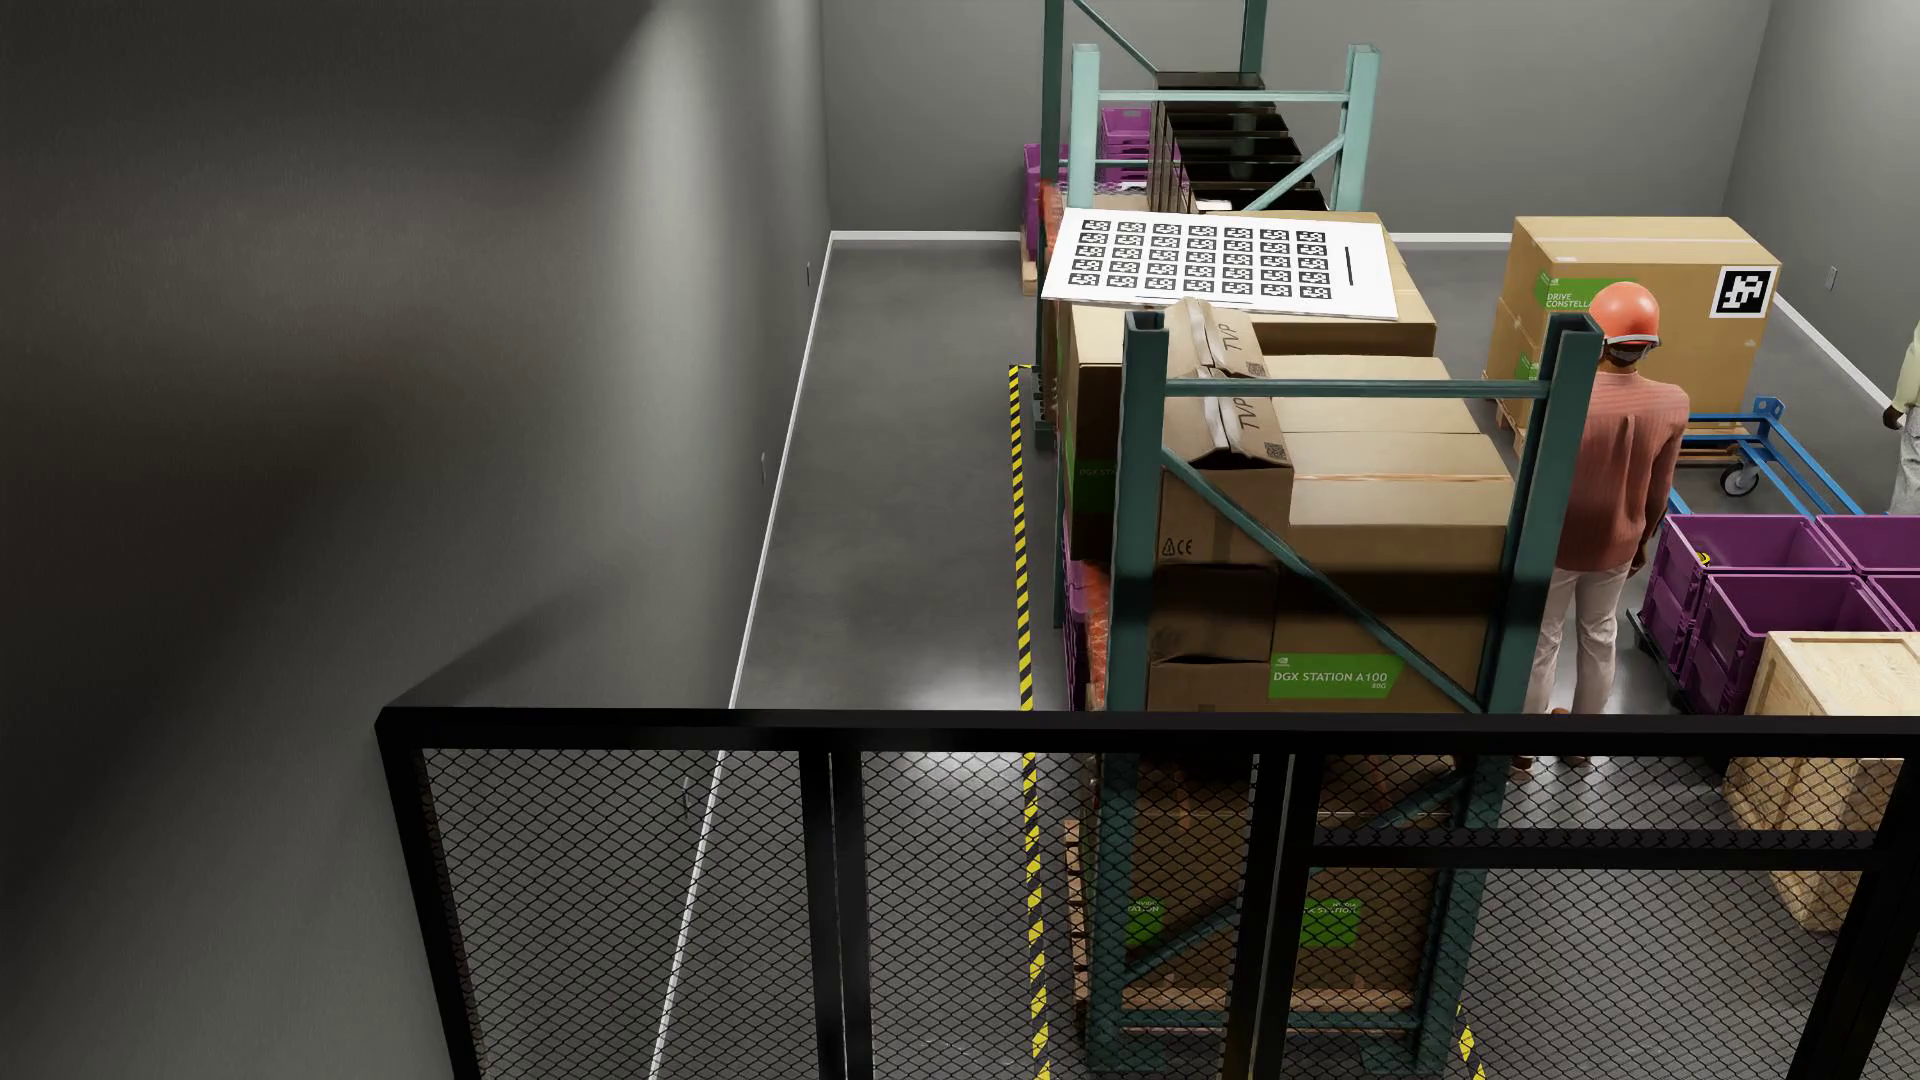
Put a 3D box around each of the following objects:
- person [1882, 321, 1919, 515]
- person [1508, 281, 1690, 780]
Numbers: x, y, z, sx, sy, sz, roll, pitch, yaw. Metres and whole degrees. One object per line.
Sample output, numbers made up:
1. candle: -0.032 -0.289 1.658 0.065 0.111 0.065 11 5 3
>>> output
1. person: 4.439 -0.647 7.390 0.589 1.835 0.404 3 31 5
2. person: 2.292 -0.006 6.171 0.623 1.992 0.396 -7 32 -12
